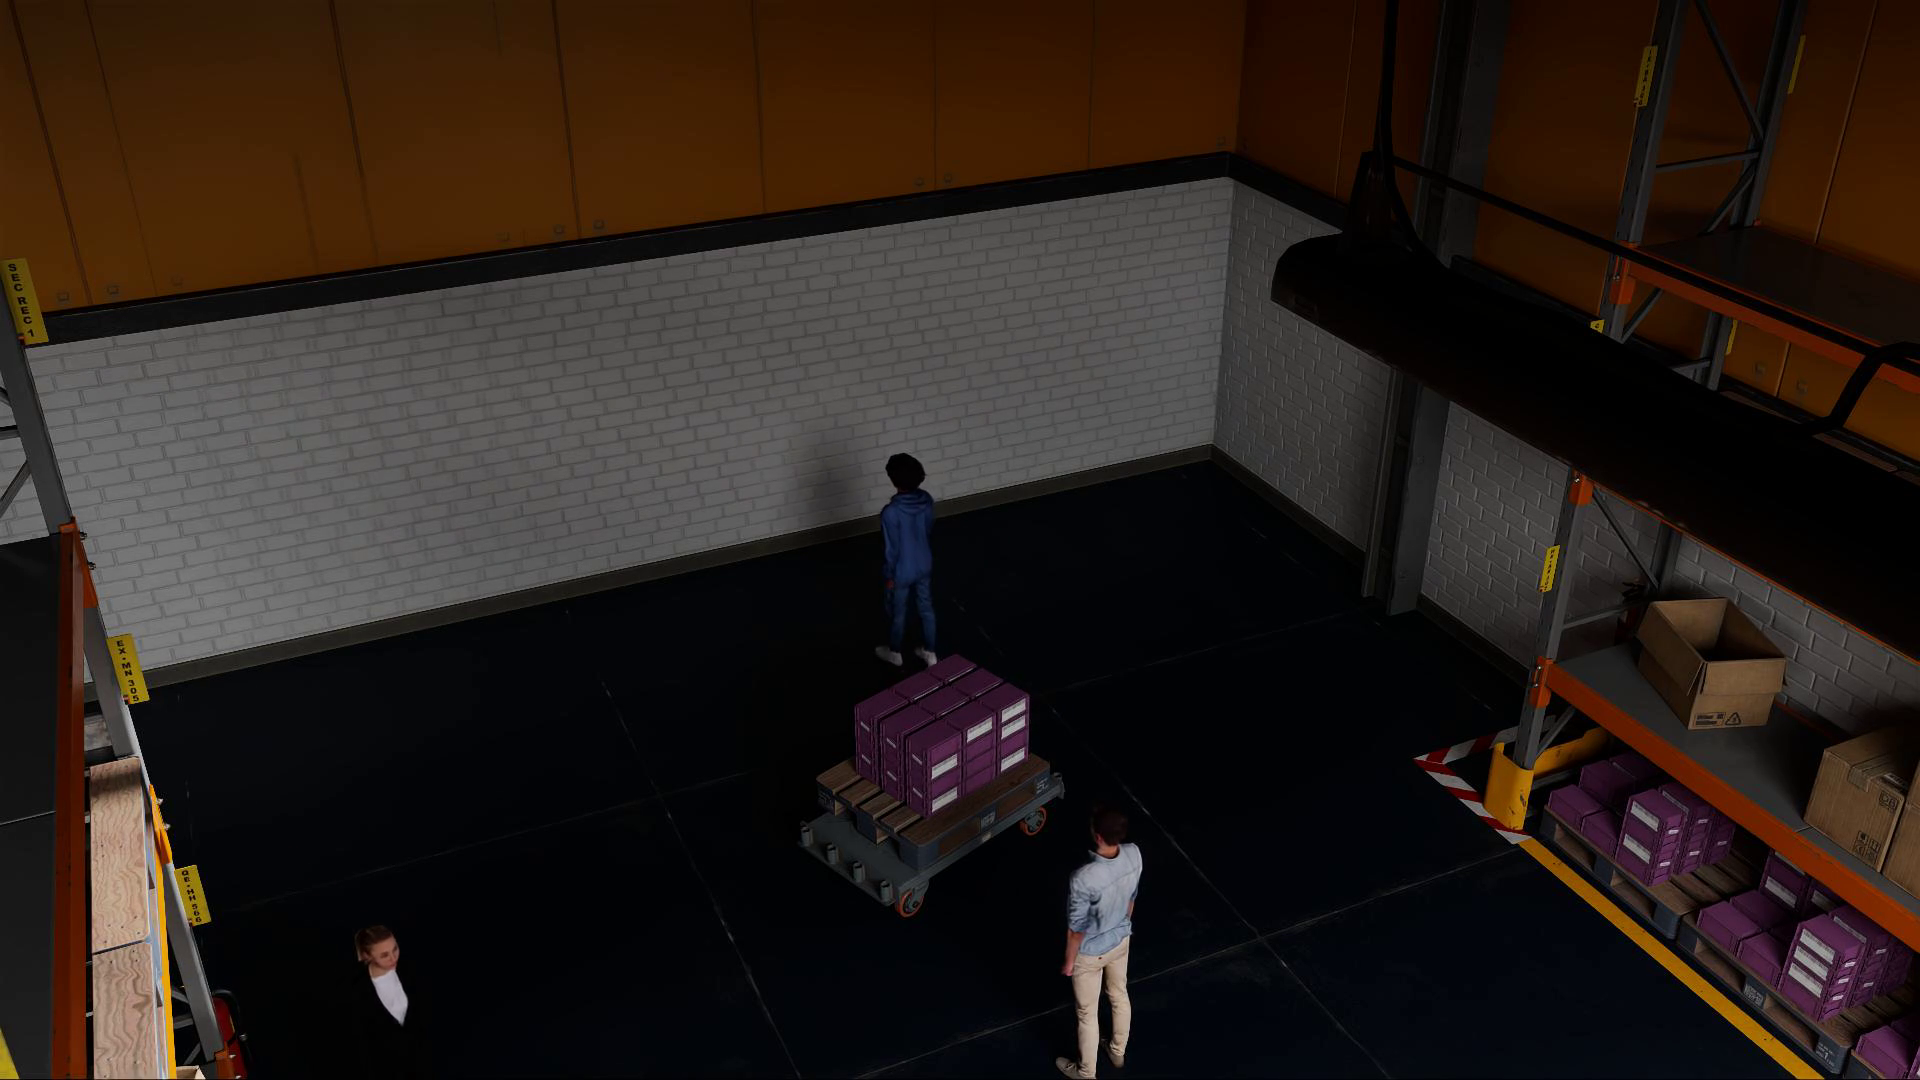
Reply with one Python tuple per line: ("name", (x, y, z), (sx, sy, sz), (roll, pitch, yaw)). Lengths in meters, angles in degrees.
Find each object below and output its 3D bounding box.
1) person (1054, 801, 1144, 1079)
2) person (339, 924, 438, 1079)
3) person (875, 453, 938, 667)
("person", (0.765, 2.180, 9.007), (0.698, 1.848, 0.637), (-21, 35, -33))
("person", (-2.911, 2.604, 8.424), (0.855, 1.661, 1.152), (-25, 38, -38))
("person", (-0.373, 0.180, 12.712), (0.781, 1.812, 0.813), (-23, 36, -35))
